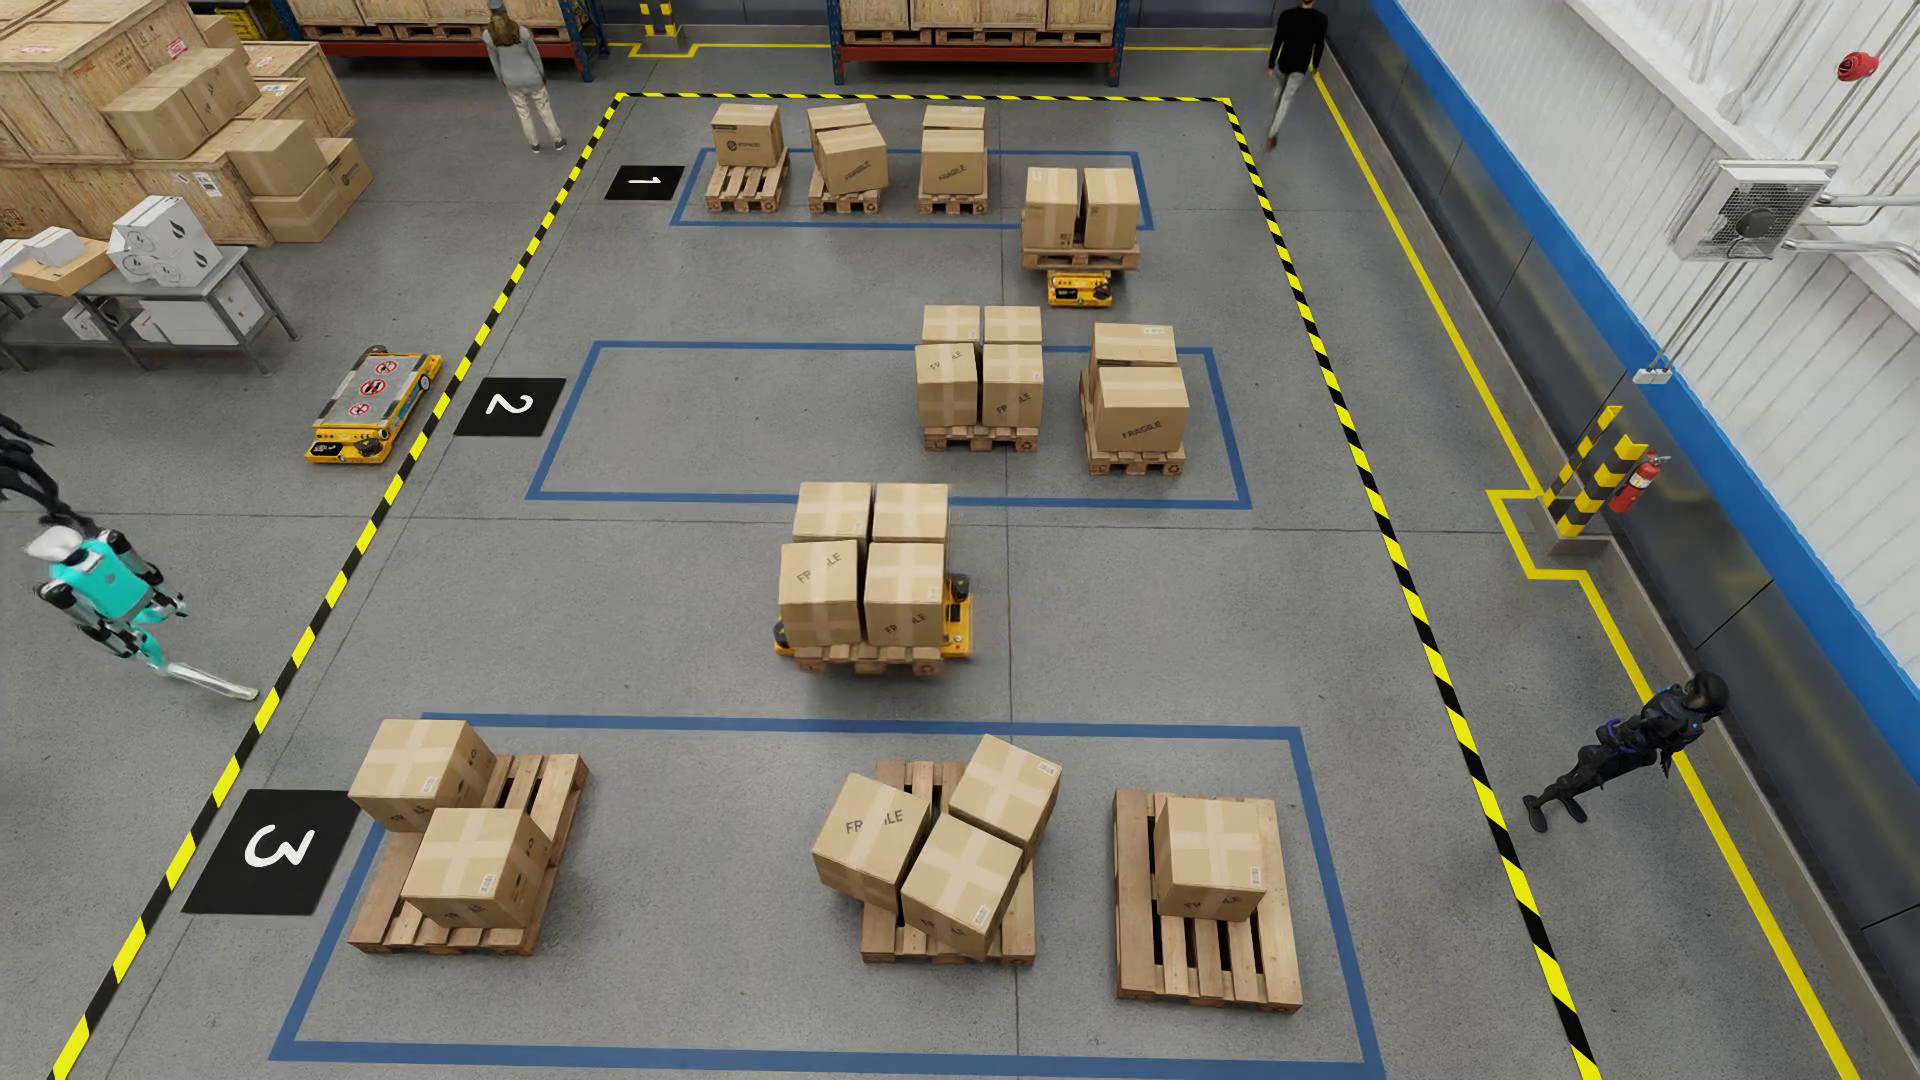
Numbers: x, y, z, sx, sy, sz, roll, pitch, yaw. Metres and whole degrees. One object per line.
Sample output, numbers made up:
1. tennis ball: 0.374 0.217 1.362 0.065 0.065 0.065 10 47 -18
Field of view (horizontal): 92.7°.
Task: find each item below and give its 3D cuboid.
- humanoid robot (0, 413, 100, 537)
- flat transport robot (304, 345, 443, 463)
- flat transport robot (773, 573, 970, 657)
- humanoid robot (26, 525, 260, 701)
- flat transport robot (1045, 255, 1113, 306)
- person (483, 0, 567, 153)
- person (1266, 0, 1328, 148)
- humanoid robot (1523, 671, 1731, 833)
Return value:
1. humanoid robot: -7.359 -0.633 7.007 0.514 1.662 0.597 -1 50 0
2. flat transport robot: -5.383 -1.269 8.441 0.659 0.231 1.431 1 50 1
3. flat transport robot: -0.644 0.547 6.886 1.431 0.197 0.652 1 50 1
4. humanoid robot: -5.523 0.510 6.015 1.035 1.777 0.536 10 50 8
5. flat transport robot: 1.261 -3.041 9.922 0.652 0.197 1.431 1 50 1
6. person: -5.311 -5.607 11.131 0.561 1.764 0.401 -9 50 -8
7. person: 4.110 -5.884 11.322 0.588 1.841 0.981 26 54 20
8. humanoid robot: 3.924 1.253 5.377 0.599 1.653 0.315 -7 50 -6
